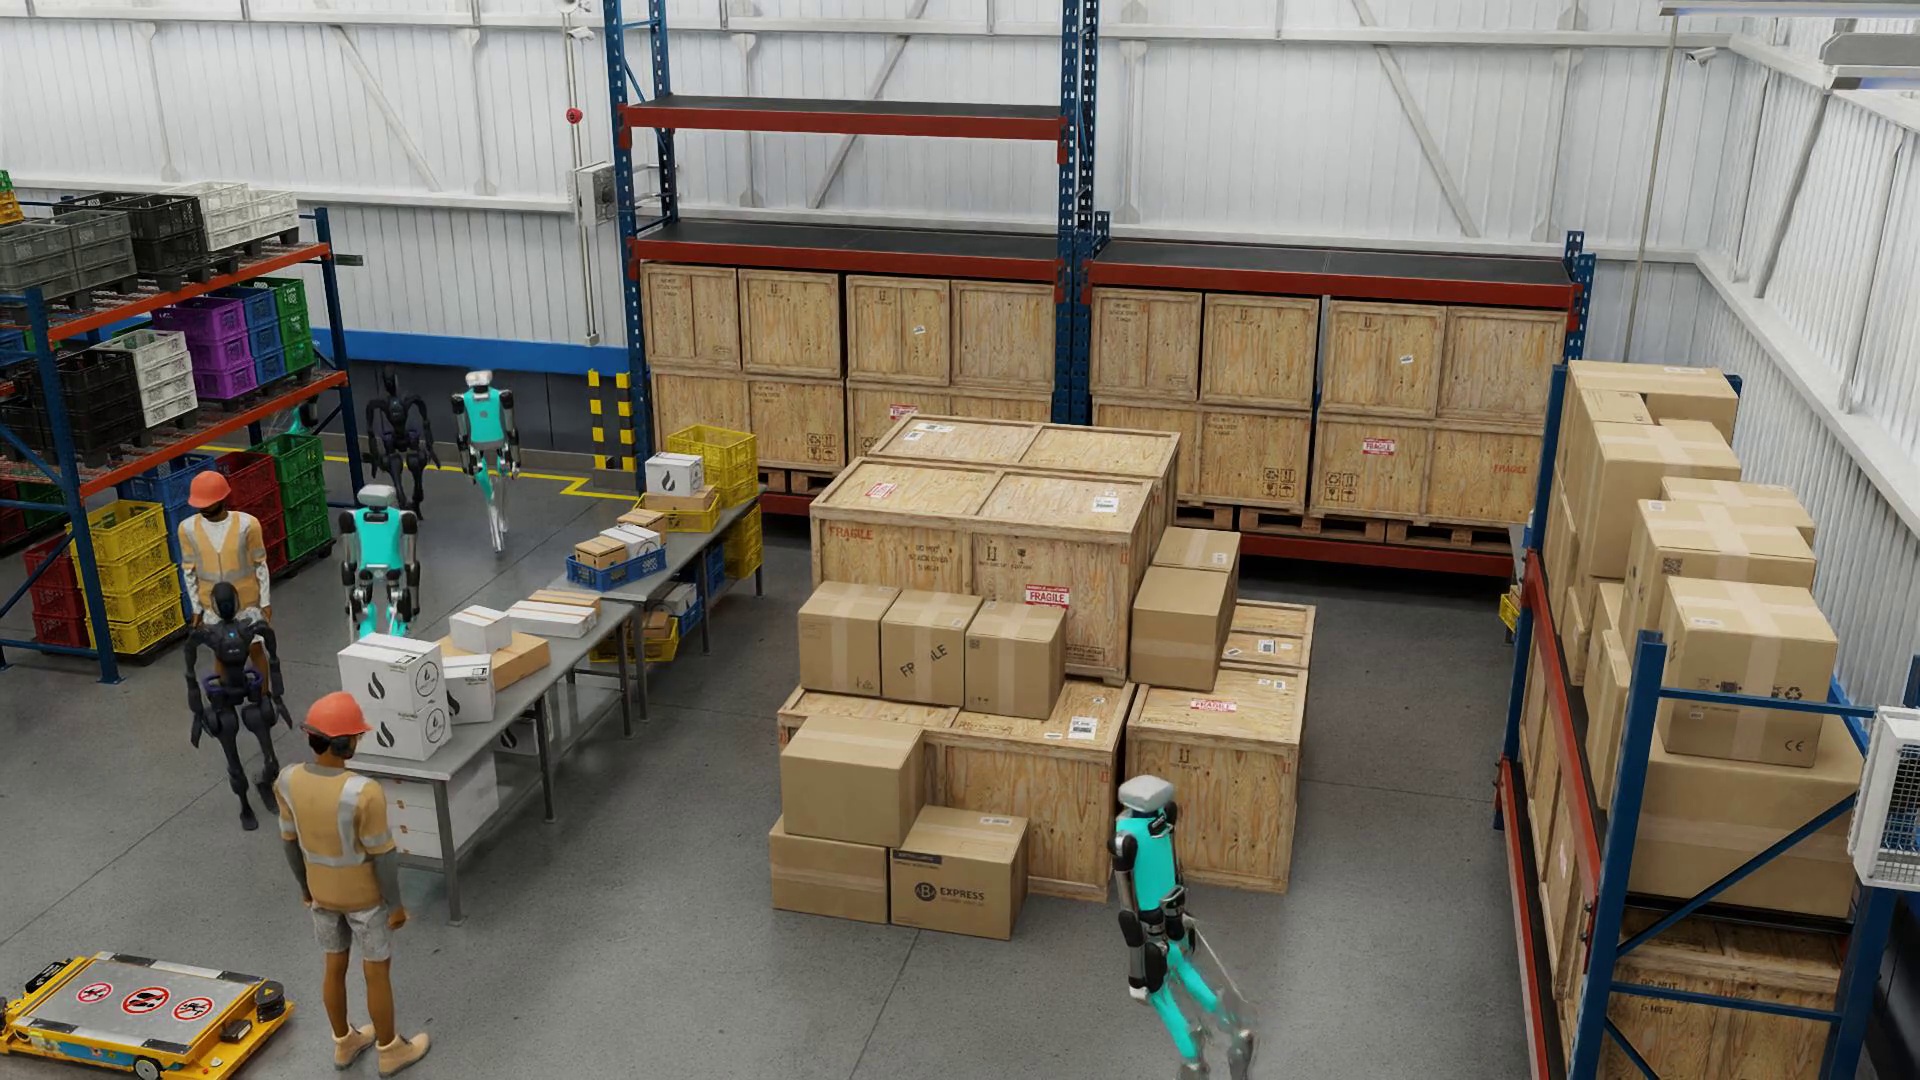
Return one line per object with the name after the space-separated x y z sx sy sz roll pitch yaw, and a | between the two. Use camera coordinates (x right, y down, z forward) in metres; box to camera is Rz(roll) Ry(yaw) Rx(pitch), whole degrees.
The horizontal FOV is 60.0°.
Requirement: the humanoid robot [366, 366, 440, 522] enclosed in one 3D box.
-5.130 -0.826 15.326 0.608 1.646 0.769 -8 22 -19 | humanoid robot

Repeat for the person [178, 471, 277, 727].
-5.088 0.427 11.602 0.545 1.930 0.380 -5 21 -13 | person

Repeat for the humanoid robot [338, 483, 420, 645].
-4.038 0.593 11.522 0.559 1.834 0.887 -2 21 -5 | humanoid robot

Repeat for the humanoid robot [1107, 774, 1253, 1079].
1.148 2.021 7.783 0.965 1.773 0.565 13 24 30 | humanoid robot

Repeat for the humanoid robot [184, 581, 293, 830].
-4.515 1.026 10.383 0.589 1.643 0.378 -13 24 -30 | humanoid robot

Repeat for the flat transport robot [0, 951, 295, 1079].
-4.270 2.464 8.601 1.431 0.231 0.659 5 22 13 | flat transport robot

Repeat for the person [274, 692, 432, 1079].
-2.977 1.693 8.152 0.608 2.030 0.405 7 22 18 | person

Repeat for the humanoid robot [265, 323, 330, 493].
-6.576 -1.162 16.096 0.897 1.830 0.556 -14 25 -33 | humanoid robot

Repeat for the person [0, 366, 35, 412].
-10.253 -1.916 17.867 0.566 1.836 0.385 -6 22 -15 | person

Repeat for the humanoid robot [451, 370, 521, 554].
-4.230 -0.742 14.978 0.545 1.744 1.032 -6 22 -14 | humanoid robot

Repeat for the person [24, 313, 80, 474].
-9.268 -1.529 16.891 0.430 1.805 0.563 -4 21 -11 | person
